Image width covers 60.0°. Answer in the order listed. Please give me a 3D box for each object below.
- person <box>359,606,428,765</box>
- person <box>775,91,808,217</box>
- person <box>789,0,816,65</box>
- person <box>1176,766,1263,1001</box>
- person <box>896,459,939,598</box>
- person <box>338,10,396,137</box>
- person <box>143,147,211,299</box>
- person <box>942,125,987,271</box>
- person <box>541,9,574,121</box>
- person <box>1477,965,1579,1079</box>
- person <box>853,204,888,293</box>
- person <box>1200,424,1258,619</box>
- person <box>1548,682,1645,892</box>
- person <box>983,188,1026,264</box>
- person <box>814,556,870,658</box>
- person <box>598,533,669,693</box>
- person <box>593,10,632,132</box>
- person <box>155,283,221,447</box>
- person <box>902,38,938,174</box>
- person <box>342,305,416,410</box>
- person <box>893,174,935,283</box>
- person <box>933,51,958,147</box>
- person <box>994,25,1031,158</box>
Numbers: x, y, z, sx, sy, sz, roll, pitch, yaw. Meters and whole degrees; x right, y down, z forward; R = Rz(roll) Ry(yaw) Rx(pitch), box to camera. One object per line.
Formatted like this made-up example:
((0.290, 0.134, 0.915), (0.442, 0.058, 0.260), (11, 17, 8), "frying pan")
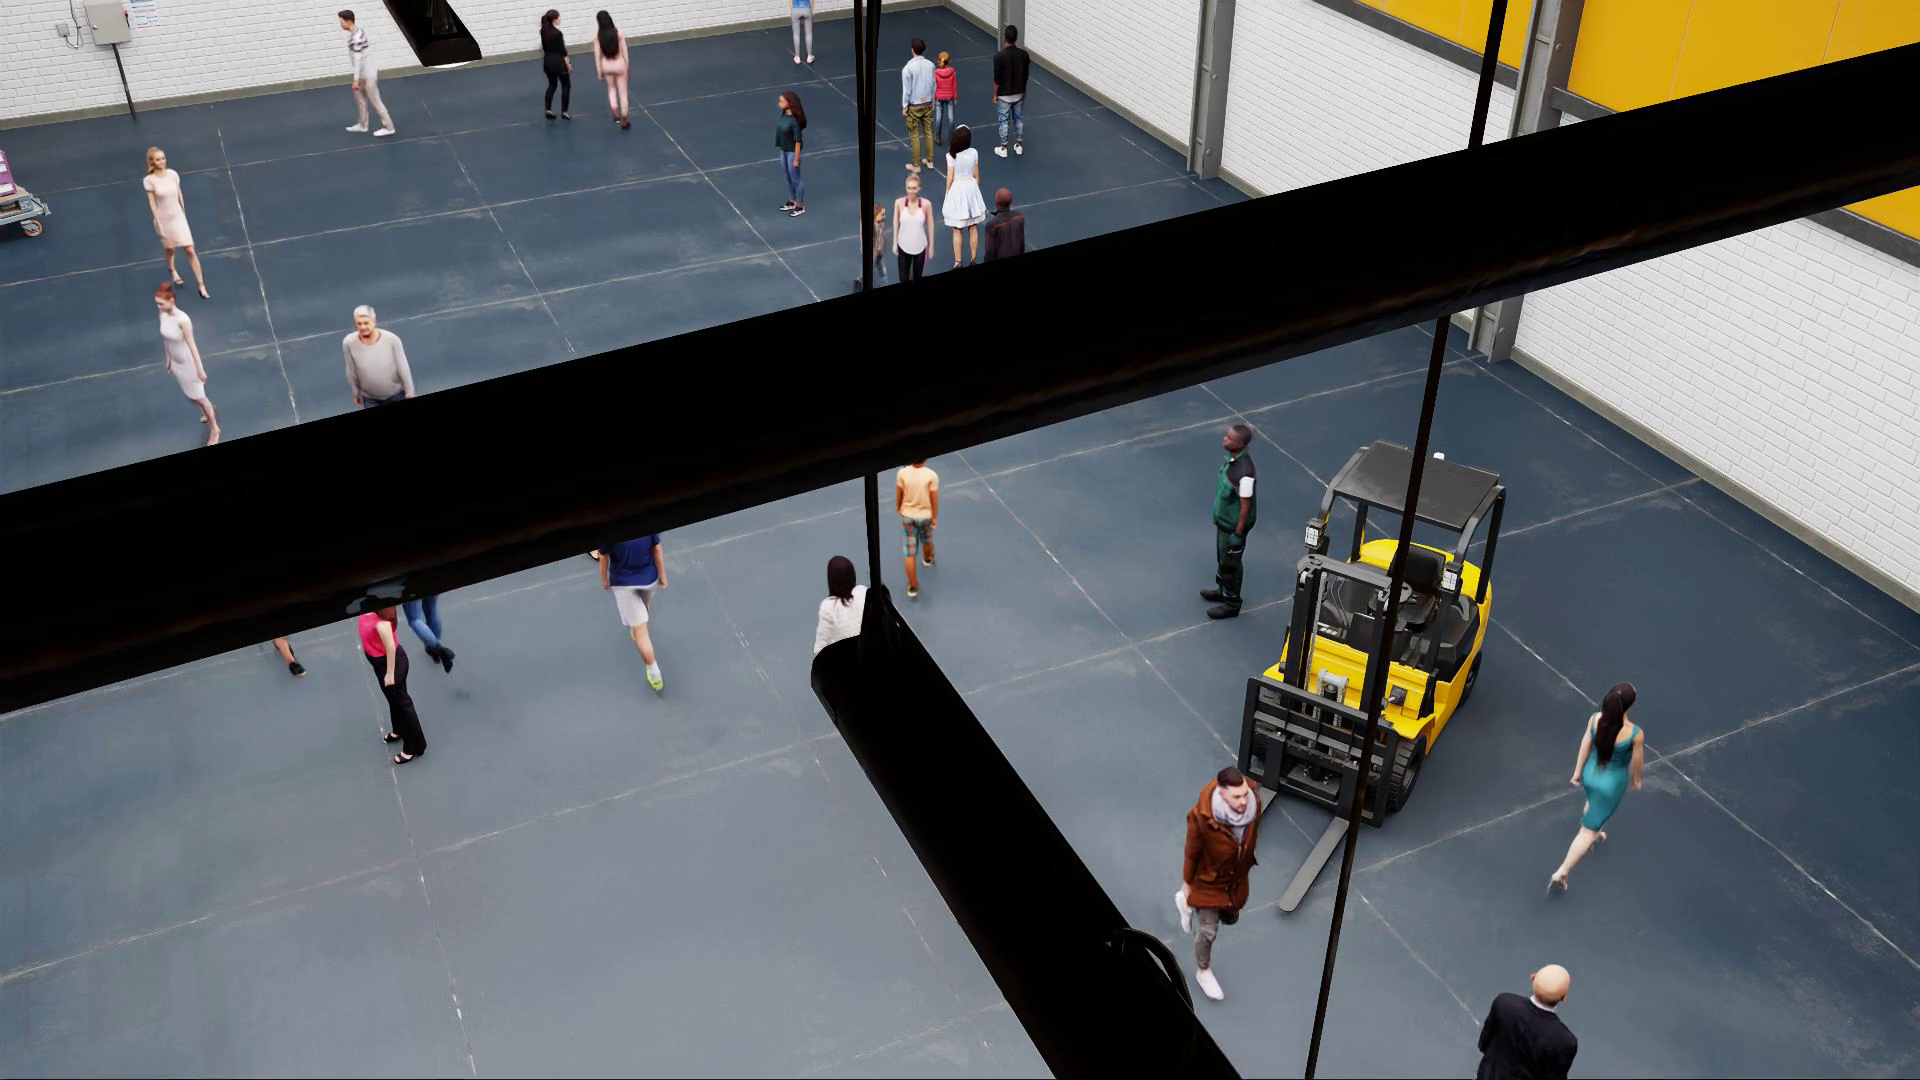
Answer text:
((-4.312, 0.937, 12.531), (0.638, 1.660, 0.457), (-16, 37, -23), "person")
((-2.181, -5.018, 21.530), (0.690, 1.617, 0.573), (-20, 38, -27), "person")
((-2.553, -8.505, 26.783), (0.629, 1.610, 0.627), (-4, 34, -7), "person")
((1.597, 2.102, 10.638), (0.706, 1.816, 0.933), (-15, 37, -22), "person")
((-0.381, -0.166, 14.400), (0.827, 1.429, 1.027), (1, 34, 2), "person")
((-8.427, -6.687, 23.844), (0.864, 1.835, 0.910), (-8, 34, -11), "person")
((-9.259, -3.712, 19.413), (0.800, 1.784, 1.165), (-27, 42, -35), "person")
((0.042, -4.083, 19.941), (0.732, 1.819, 0.754), (-10, 35, -14), "person")
((-5.938, -6.898, 24.344), (0.676, 1.632, 0.784), (17, 37, 24), "person")
((3.035, 3.076, 9.228), (1.200, 1.755, 1.093), (24, 40, 31), "person")
((-1.035, -3.371, 19.451), (0.898, 1.175, 0.714), (25, 41, 32), "person")
((2.303, -0.167, 14.032), (0.829, 1.839, 0.674), (-2, 34, -3), "person")
((4.360, 1.715, 11.375), (0.794, 1.644, 1.036), (-26, 41, -33), "person")
((0.485, -3.003, 18.310), (0.753, 1.825, 0.673), (-23, 40, -31), "person")
((-0.807, 0.857, 12.681), (0.691, 1.629, 0.636), (-21, 39, -28), "person")
((-2.567, 0.382, 13.268), (0.683, 1.769, 1.222), (-16, 37, -23), "person")
((-5.019, -6.768, 24.092), (0.717, 1.695, 0.749), (4, 34, 7), "person")
((-7.614, -1.730, 16.430), (0.860, 1.786, 0.972), (20, 38, 27), "person")
((-0.559, -5.953, 22.761), (0.705, 1.810, 0.606), (-21, 39, -28), "person")
((-5.487, -1.416, 15.884), (0.948, 1.868, 1.248), (-6, 34, -9), "person")
((-0.520, -3.325, 18.836), (0.748, 1.779, 0.772), (3, 34, 5), "person")
((-0.219, -6.299, 23.732), (0.583, 1.312, 0.591), (-2, 34, -3), "person")
((0.712, -6.274, 23.241), (0.699, 1.814, 0.606), (-12, 35, -17), "person")
